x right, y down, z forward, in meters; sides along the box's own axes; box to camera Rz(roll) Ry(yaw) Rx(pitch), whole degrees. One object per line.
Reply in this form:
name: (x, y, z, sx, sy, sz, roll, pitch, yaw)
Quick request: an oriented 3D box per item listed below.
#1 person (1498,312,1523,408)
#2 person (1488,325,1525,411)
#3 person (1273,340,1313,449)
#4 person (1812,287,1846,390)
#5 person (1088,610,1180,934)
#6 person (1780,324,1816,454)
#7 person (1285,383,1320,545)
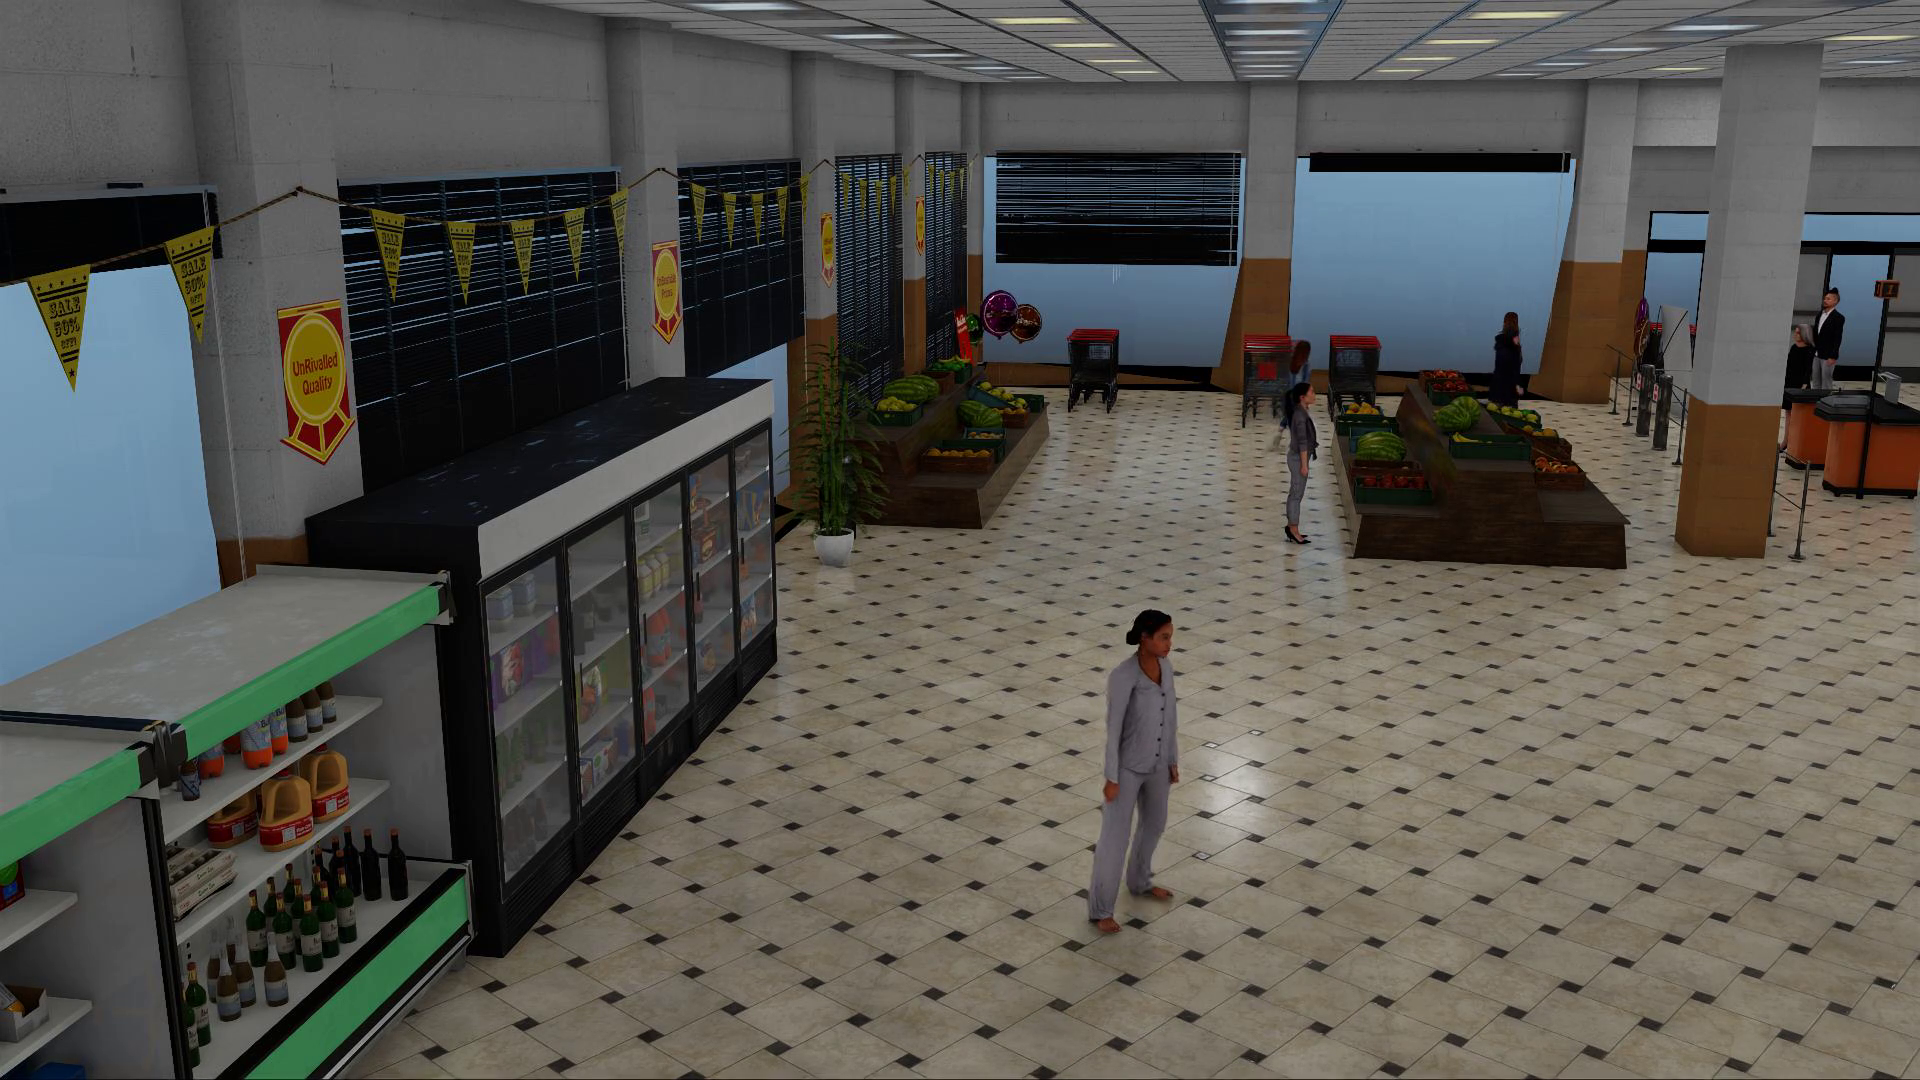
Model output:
person: (7.893, -2.441, 24.000, 0.722, 1.704, 0.588, -3, 14, -13)
person: (7.332, -2.089, 22.669, 0.868, 1.646, 0.969, 5, 15, 21)
person: (4.525, -1.949, 22.490, 1.005, 1.459, 0.923, -10, 17, -36)
person: (13.090, -2.845, 25.145, 0.846, 1.949, 0.690, -3, 14, -13)
person: (0.952, 1.195, 8.978, 0.854, 1.719, 0.953, -8, 16, -30)
person: (11.109, -2.005, 22.111, 0.749, 1.746, 0.632, -3, 14, -13)
person: (3.533, -0.811, 17.334, 0.683, 1.679, 0.537, 1, 14, 6)
